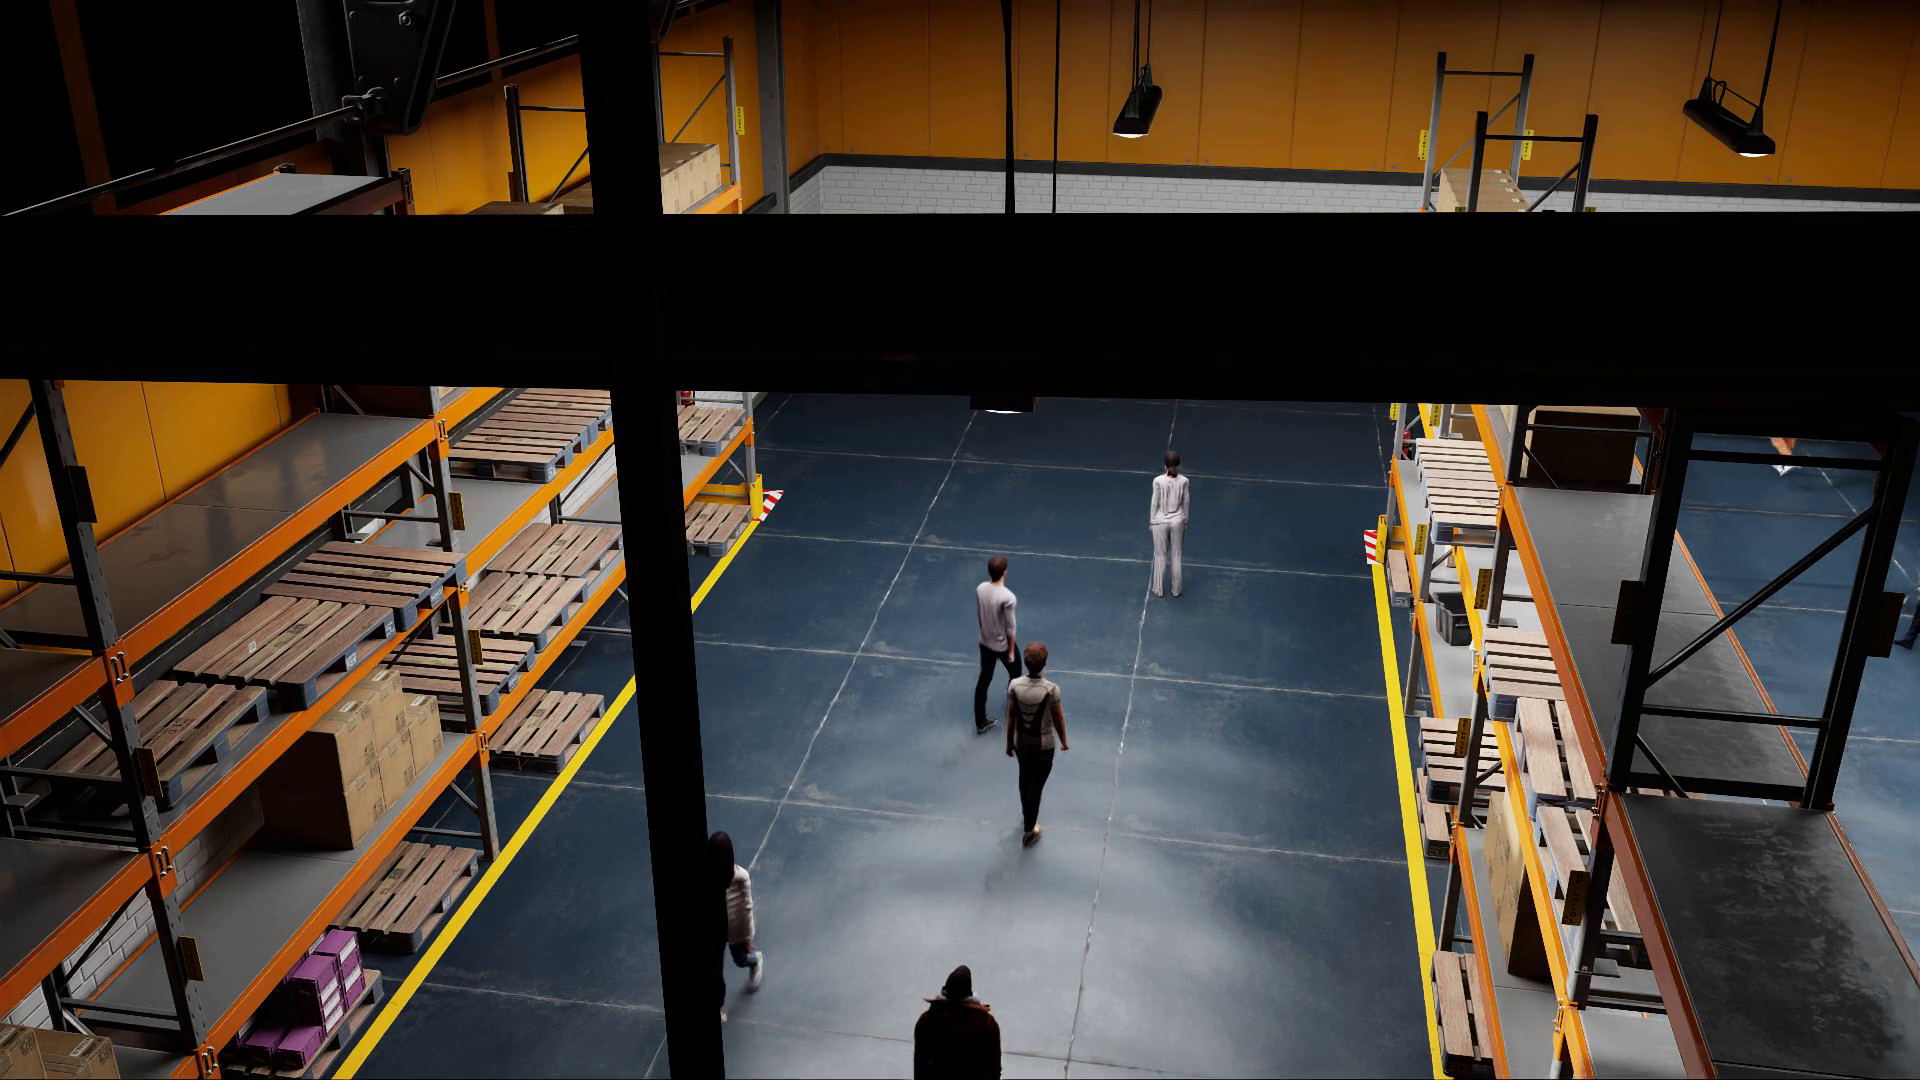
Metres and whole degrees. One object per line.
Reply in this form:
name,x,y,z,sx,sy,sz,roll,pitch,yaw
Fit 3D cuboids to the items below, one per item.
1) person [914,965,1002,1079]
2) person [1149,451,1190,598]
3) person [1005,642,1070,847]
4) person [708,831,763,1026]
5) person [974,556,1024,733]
person,-0.002,3.531,10.579,0.679,1.826,0.706,4,24,8
person,2.407,-0.186,19.147,0.633,1.773,0.584,0,24,-1
person,0.618,1.814,14.449,0.765,1.872,0.908,9,25,21
person,-1.709,2.842,12.424,0.689,1.611,1.052,6,24,14
person,0.303,1.050,16.261,0.923,1.820,1.018,20,30,37
